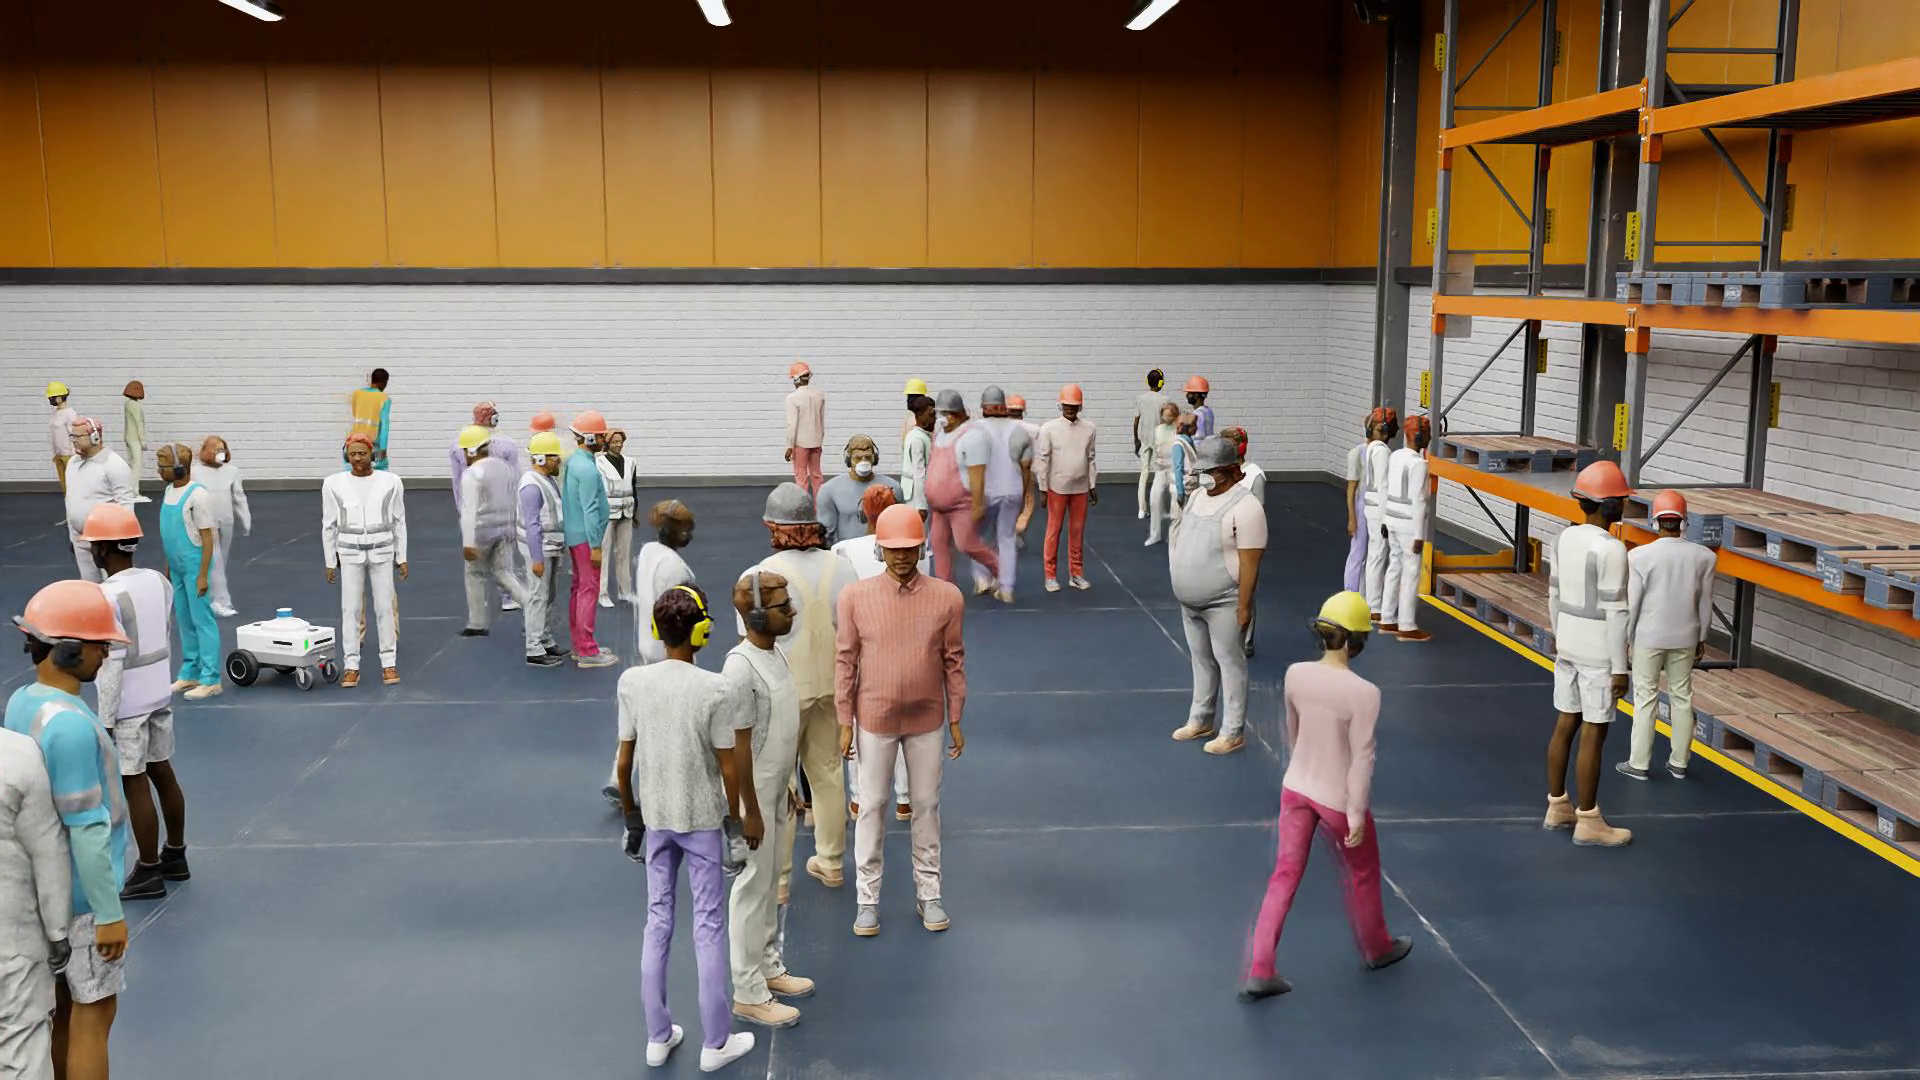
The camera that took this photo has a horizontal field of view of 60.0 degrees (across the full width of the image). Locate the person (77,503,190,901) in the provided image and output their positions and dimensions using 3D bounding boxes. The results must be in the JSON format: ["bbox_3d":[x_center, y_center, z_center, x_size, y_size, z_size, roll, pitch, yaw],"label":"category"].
[{"bbox_3d":[-4.038,0.781,8.074,0.378,1.936,0.548,1,9,6],"label":"person"}]

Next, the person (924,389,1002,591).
[{"bbox_3d":[0.041,-0.416,15.272,0.828,2.000,0.690,-7,12,-38],"label":"person"}]

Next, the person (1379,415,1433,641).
[{"bbox_3d":[3.719,-0.100,13.815,0.350,1.878,0.574,-2,9,-11],"label":"person"}]

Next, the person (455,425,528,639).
[{"bbox_3d":[-3.850,-0.054,13.783,0.693,1.802,0.634,3,10,19],"label":"person"}]

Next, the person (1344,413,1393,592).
[{"bbox_3d":[3.586,-0.203,14.545,0.517,1.844,0.326,-6,11,-34],"label":"person"}]

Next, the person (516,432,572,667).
[{"bbox_3d":[-3.224,0.069,12.921,0.404,1.824,0.587,0,9,-1],"label":"person"}]

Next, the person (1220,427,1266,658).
[{"bbox_3d":[2.177,0.020,13.148,0.382,1.842,0.571,-6,11,-31],"label":"person"}]

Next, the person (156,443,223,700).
[{"bbox_3d":[-5.524,0.222,11.890,0.506,1.841,0.346,7,11,37],"label":"person"}]

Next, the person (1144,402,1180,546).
[{"bbox_3d":[2.315,-0.722,18.517,0.520,1.615,0.607,8,12,43],"label":"person"}]

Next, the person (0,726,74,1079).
[{"bbox_3d":[-3.154,1.234,5.328,0.643,1.909,0.410,-1,9,-9],"label":"person"}]

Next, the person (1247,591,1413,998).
[{"bbox_3d":[1.562,1.060,7.018,0.910,1.711,0.525,-7,12,-39],"label":"person"}]

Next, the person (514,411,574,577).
[{"bbox_3d":[-4.094,-0.443,16.513,0.806,1.690,0.623,-3,9,-17],"label":"person"}]

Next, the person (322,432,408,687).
[{"bbox_3d":[-4.377,0.142,12.258,0.585,1.880,0.340,-3,10,-19],"label":"person"}]

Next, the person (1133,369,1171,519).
[{"bbox_3d":[2.401,-1.189,20.661,0.535,1.868,0.309,5,10,29],"label":"person"}]

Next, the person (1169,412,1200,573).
[{"bbox_3d":[2.279,-0.475,16.888,0.311,1.642,0.513,4,10,22],"label":"person"}]

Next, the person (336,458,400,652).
[{"bbox_3d":[-4.728,0.051,13.267,0.568,1.743,0.350,-1,9,-6],"label":"person"}]

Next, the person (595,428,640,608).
[{"bbox_3d":[-3.161,-0.209,15.227,0.307,1.641,0.512,8,12,40],"label":"person"}]

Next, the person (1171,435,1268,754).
[{"bbox_3d":[1.605,0.327,10.603,0.535,2.000,0.680,-5,10,-29],"label":"person"}]

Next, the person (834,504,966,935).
[{"bbox_3d":[-0.271,0.820,7.653,0.612,1.995,0.382,-2,9,-10],"label":"person"}]

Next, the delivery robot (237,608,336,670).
[{"bbox_3d":[-4.986,0.749,12.312,0.707,0.478,0.477,4,10,21],"label":"delivery robot"}]

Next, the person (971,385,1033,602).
[{"bbox_3d":[0.301,-0.442,15.435,0.755,2.000,0.550,-3,10,-18],"label":"person"}]

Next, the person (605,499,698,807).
[{"bbox_3d":[-1.656,0.640,9.434,0.833,1.791,0.528,-9,13,-44],"label":"person"}]

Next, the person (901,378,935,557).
[{"bbox_3d":[-0.466,-0.766,17.816,0.359,1.929,0.593,-5,10,-26],"label":"person"}]

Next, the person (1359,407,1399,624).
[{"bbox_3d":[3.658,-0.213,14.497,0.356,1.882,0.573,0,9,0],"label":"person"}]

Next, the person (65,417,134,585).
[{"bbox_3d":[-6.874,-0.025,13.237,0.645,1.907,0.400,4,10,25],"label":"person"}]

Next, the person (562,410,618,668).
[{"bbox_3d":[-2.870,-0.009,12.893,0.407,1.987,0.615,-4,10,-23],"label":"person"}]

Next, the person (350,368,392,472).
[{"bbox_3d":[-7.496,-1.250,21.120,0.593,1.858,0.970,2,9,14],"label":"person"}]

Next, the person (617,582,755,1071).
[{"bbox_3d":[-1.055,1.090,6.350,0.516,1.871,0.325,3,9,17],"label":"person"}]

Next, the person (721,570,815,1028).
[{"bbox_3d":[-0.791,1.036,6.768,0.345,1.847,0.506,1,9,8],"label":"person"}]

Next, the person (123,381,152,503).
[{"bbox_3d":[-11.006,-1.311,22.213,0.293,1.627,0.493,-7,12,-38],"label":"person"}]

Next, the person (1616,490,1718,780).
[{"bbox_3d":[4.218,0.570,9.985,0.567,1.748,0.327,-1,9,-4],"label":"person"}]

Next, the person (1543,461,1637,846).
[{"bbox_3d":[3.380,0.598,8.883,0.374,2.048,0.605,-2,9,-12],"label":"person"}]

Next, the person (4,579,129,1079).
[{"bbox_3d":[-2.903,1.139,5.519,0.382,2.038,0.606,-9,13,-44],"label":"person"}]

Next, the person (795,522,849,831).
[{"bbox_3d":[-0.841,0.733,9.128,0.321,1.697,0.535,-6,11,-32],"label":"person"}]

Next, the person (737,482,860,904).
[{"bbox_3d":[-0.834,0.725,8.109,0.694,2.000,0.535,-8,12,-39],"label":"person"}]

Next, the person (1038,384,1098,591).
[{"bbox_3d":[1.044,-0.502,15.960,0.622,1.990,0.388,-4,10,-23],"label":"person"}]

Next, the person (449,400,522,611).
[{"bbox_3d":[-4.229,-0.302,14.978,0.641,1.908,0.408,1,9,5],"label":"person"}]

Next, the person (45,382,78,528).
[{"bbox_3d":[-10.747,-1.019,19.954,0.524,1.761,0.339,7,11,36],"label":"person"}]

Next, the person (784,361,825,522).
[{"bbox_3d":[-1.883,-1.159,20.087,0.394,1.992,0.610,8,12,40],"label":"person"}]

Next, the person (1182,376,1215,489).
[{"bbox_3d":[2.577,-0.818,18.110,0.361,1.939,0.542,3,10,19],"label":"person"}]

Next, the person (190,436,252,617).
[{"bbox_3d":[-6.516,-0.113,14.715,0.749,1.600,0.537,7,11,36],"label":"person"}]

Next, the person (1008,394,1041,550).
[{"bbox_3d":[0.625,-0.724,18.151,0.578,1.733,0.490,3,9,17],"label":"person"}]

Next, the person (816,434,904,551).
[{"bbox_3d":[-0.678,0.232,11.520,0.638,1.938,0.356,-3,10,-20],"label":"person"}]

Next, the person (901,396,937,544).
[{"bbox_3d":[-0.378,-0.371,15.379,0.374,1.914,0.596,0,9,-3],"label":"person"}]

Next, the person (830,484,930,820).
[{"bbox_3d":[-0.440,0.624,9.226,0.585,1.883,0.344,0,9,2],"label":"person"}]
